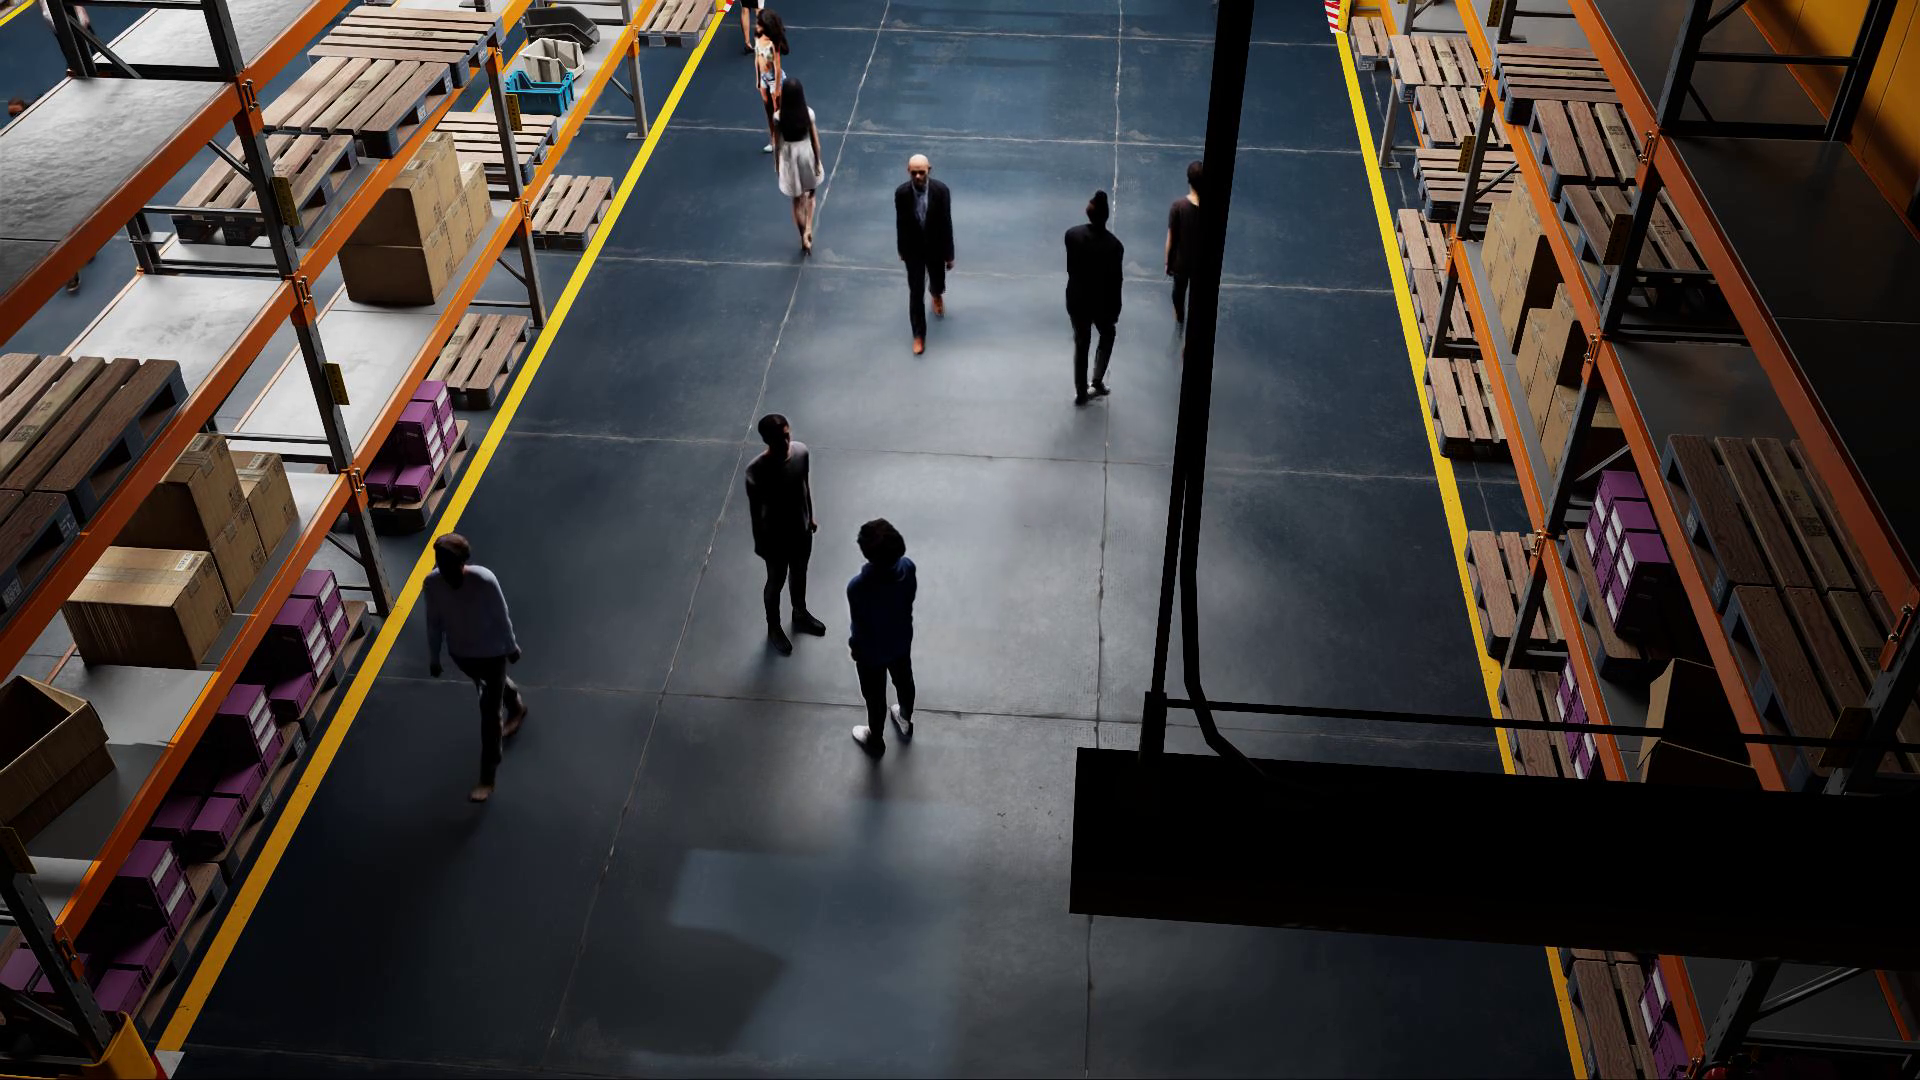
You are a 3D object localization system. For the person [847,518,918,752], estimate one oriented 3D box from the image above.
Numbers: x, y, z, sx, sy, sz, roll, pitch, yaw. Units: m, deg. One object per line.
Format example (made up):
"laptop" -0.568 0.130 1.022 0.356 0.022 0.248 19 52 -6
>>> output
"person" -0.489 0.601 10.619 0.763 1.814 0.814 -26 45 -28

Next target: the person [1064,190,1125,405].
"person" 1.032 -1.954 13.714 0.796 1.944 0.781 19 42 22

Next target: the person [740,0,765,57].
"person" -2.481 -6.611 19.664 0.641 1.797 0.607 17 42 20

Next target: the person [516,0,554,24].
"person" -5.451 -7.281 20.447 1.000 1.866 1.115 24 44 27

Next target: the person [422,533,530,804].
"person" -3.015 0.654 10.533 0.756 1.839 1.234 7 39 8

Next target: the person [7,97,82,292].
"person" -8.458 -3.283 15.518 0.932 1.770 1.221 -10 40 -12

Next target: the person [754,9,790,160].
"person" -1.974 -4.826 17.570 0.732 1.621 0.675 -29 47 -31

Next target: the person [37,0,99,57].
"person" -10.198 -5.958 18.939 0.764 1.680 0.832 -5 39 -6

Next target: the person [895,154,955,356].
"person" -0.295 -2.593 14.650 0.735 1.775 1.133 0 39 0

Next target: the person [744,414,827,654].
"person" -1.209 -0.081 11.433 0.721 1.863 0.797 -31 48 -32

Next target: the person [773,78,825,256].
"person" -1.520 -3.497 15.789 0.740 1.765 0.819 -6 39 -8

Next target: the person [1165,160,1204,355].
"person" 2.029 -2.420 14.516 0.716 1.671 1.101 8 39 10
